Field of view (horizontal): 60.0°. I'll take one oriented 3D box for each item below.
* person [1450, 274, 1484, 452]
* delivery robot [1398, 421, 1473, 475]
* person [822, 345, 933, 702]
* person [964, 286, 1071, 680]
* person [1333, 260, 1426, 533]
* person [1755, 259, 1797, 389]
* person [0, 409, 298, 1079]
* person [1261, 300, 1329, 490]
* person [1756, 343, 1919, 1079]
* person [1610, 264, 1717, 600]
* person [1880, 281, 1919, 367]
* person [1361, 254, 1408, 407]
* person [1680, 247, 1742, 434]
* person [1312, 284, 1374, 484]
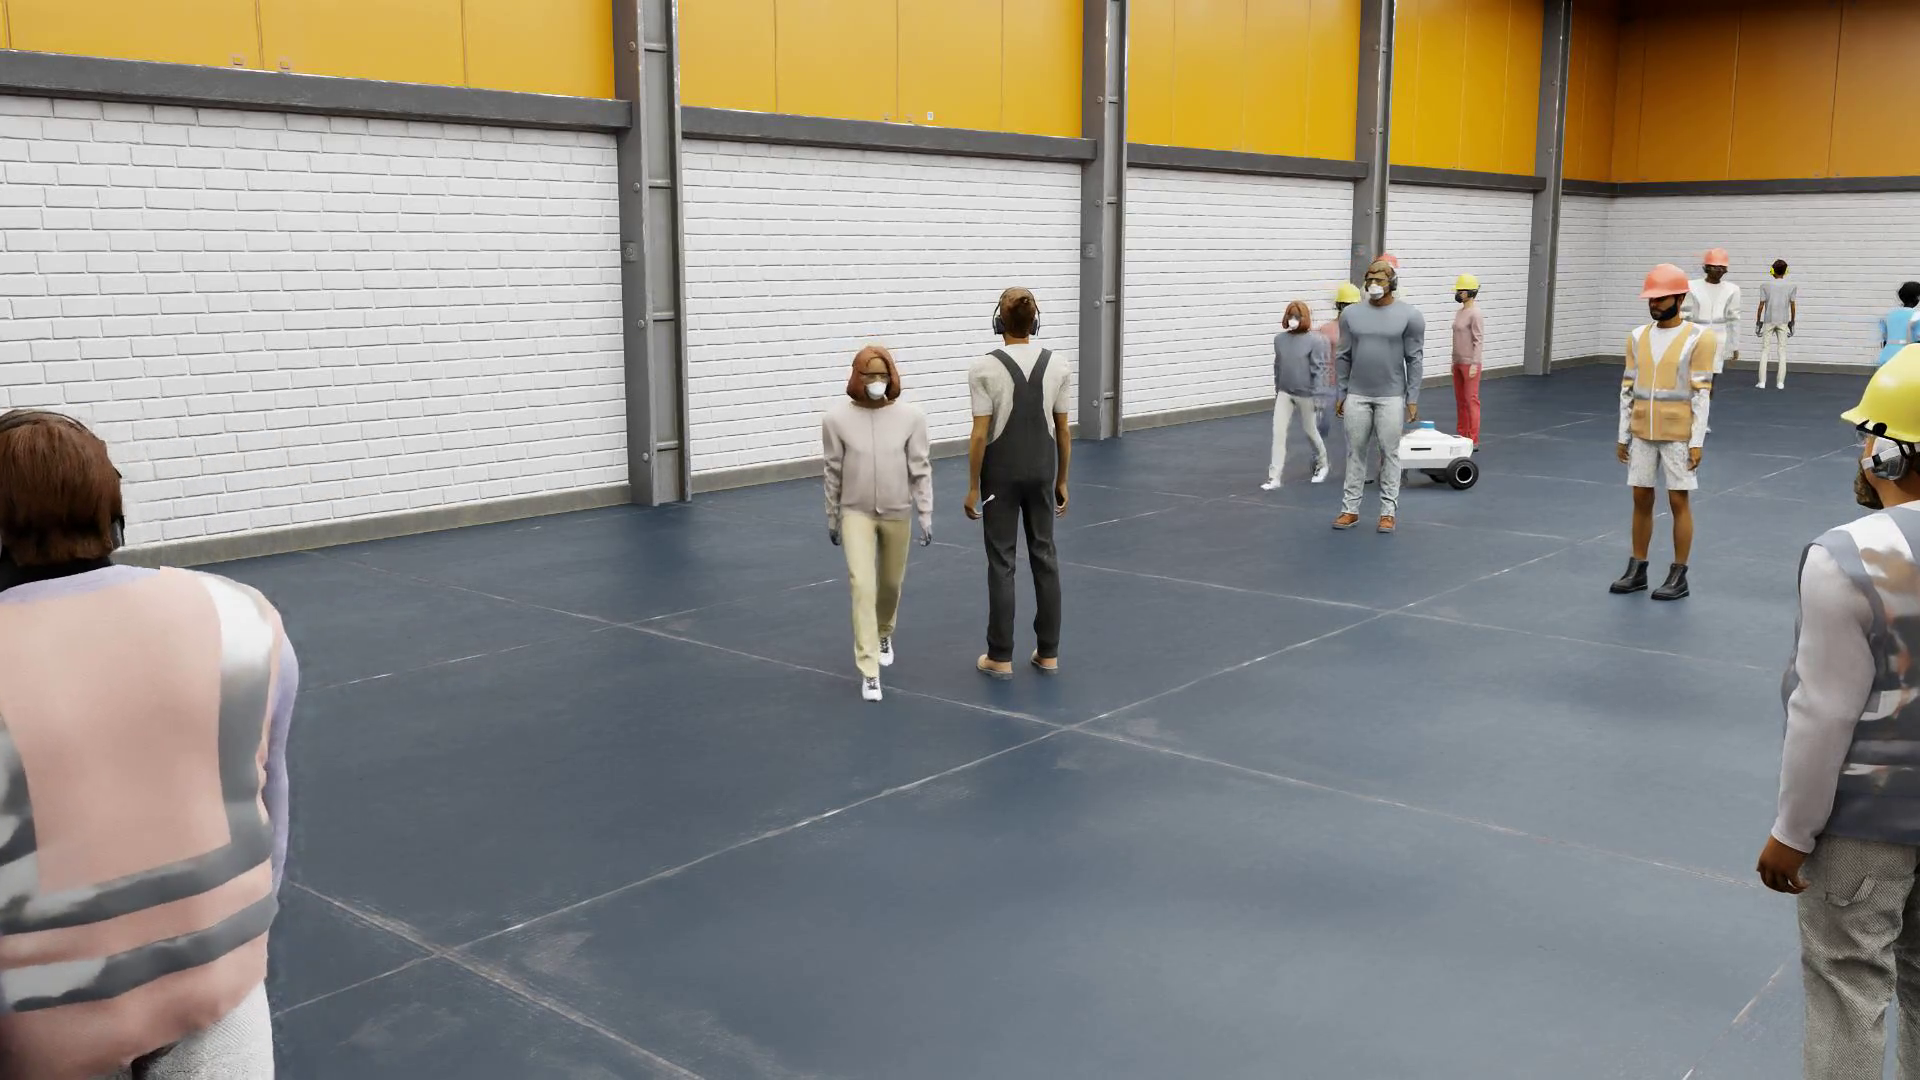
[{"bbox_3d":[5.015,-1.751,16.533,0.327,1.769,0.525,-1,10,-6],"label":"person"},{"bbox_3d":[3.953,-0.761,14.078,0.707,0.478,0.477,-1,10,-7],"label":"delivery robot"},{"bbox_3d":[-0.393,-0.120,7.752,0.495,1.592,0.844,-2,10,-9],"label":"person"},{"bbox_3d":[0.273,-0.264,7.838,0.516,1.843,0.327,-3,11,-19],"label":"person"},{"bbox_3d":[2.976,-1.020,11.880,0.628,1.940,0.378,6,12,30],"label":"person"},{"bbox_3d":[11.785,-3.110,24.019,0.519,1.862,0.317,4,11,21],"label":"person"},{"bbox_3d":[-1.265,0.698,2.517,0.618,1.805,0.961,-9,14,-43],"label":"person"},{"bbox_3d":[2.891,-1.247,14.144,0.499,1.596,0.845,9,13,40],"label":"person"},{"bbox_3d":[1.882,0.524,3.381,0.590,1.837,0.404,-4,11,-19],"label":"person"},{"bbox_3d":[4.048,-0.618,9.616,0.383,1.932,0.541,-8,13,-38],"label":"person"},{"bbox_3d":[9.706,-1.822,17.149,0.389,1.688,0.538,-4,11,-23],"label":"person"},{"bbox_3d":[5.171,-2.496,20.264,0.646,1.936,1.009,8,13,39],"label":"person"},{"bbox_3d":[8.097,-2.133,17.971,0.651,2.020,0.579,1,10,8],"label":"person"},{"bbox_3d":[3.326,-1.369,14.512,0.532,1.718,0.930,-3,10,-15],"label":"person"}]
